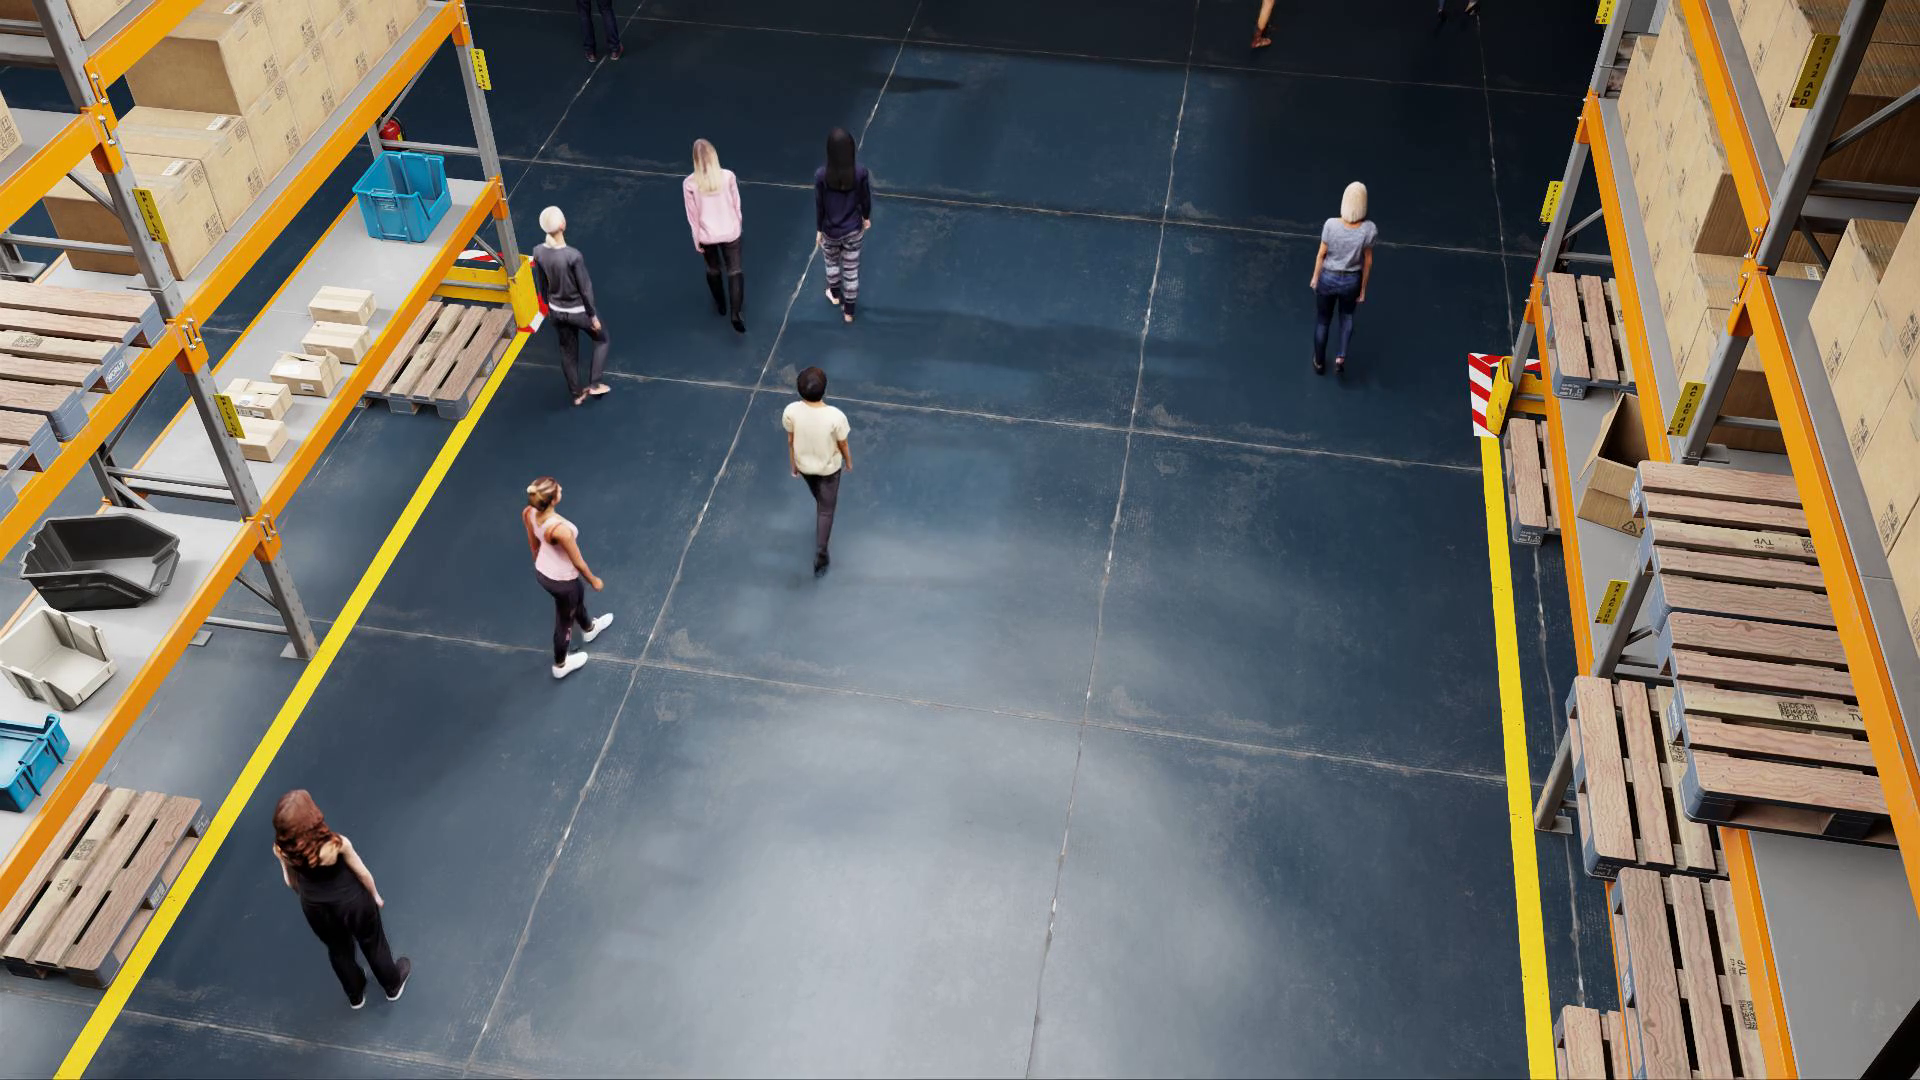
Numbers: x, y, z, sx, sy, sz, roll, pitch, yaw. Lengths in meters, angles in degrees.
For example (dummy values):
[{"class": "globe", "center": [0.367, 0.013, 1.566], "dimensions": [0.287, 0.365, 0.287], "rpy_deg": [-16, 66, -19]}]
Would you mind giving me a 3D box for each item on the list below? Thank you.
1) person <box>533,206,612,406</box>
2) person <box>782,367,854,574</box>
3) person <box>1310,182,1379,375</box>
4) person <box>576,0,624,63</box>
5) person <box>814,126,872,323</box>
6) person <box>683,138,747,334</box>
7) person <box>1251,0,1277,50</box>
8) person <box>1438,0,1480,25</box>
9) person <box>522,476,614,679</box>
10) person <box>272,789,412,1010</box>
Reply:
[{"class": "person", "center": [-2.973, -1.708, 12.578], "dimensions": [0.662, 1.715, 0.609], "rpy_deg": [11, 45, 11]}, {"class": "person", "center": [-0.979, -0.453, 11.383], "dimensions": [0.619, 1.546, 0.990], "rpy_deg": [9, 44, 9]}, {"class": "person", "center": [2.933, -1.943, 12.828], "dimensions": [0.590, 1.710, 0.664], "rpy_deg": [5, 44, 5]}, {"class": "person", "center": [-3.729, -5.703, 16.675], "dimensions": [0.829, 1.847, 0.780], "rpy_deg": [-5, 44, -6]}, {"class": "person", "center": [-0.936, -2.485, 13.387], "dimensions": [0.751, 1.723, 0.819], "rpy_deg": [-8, 44, -8]}, {"class": "person", "center": [-1.930, -2.417, 13.353], "dimensions": [0.799, 1.671, 1.047], "rpy_deg": [-8, 44, -8]}, {"class": "person", "center": [3.118, -5.802, 16.870], "dimensions": [0.842, 1.721, 0.784], "rpy_deg": [-30, 51, -28]}, {"class": "person", "center": [5.178, -6.147, 17.204], "dimensions": [0.797, 1.761, 0.754], "rpy_deg": [2, 44, 2]}, {"class": "person", "center": [-2.609, 0.278, 10.555], "dimensions": [0.915, 1.629, 0.809], "rpy_deg": [-34, 53, -31]}, {"class": "person", "center": [-3.295, 1.914, 8.752], "dimensions": [0.649, 1.747, 0.636], "rpy_deg": [-5, 44, -5]}]
